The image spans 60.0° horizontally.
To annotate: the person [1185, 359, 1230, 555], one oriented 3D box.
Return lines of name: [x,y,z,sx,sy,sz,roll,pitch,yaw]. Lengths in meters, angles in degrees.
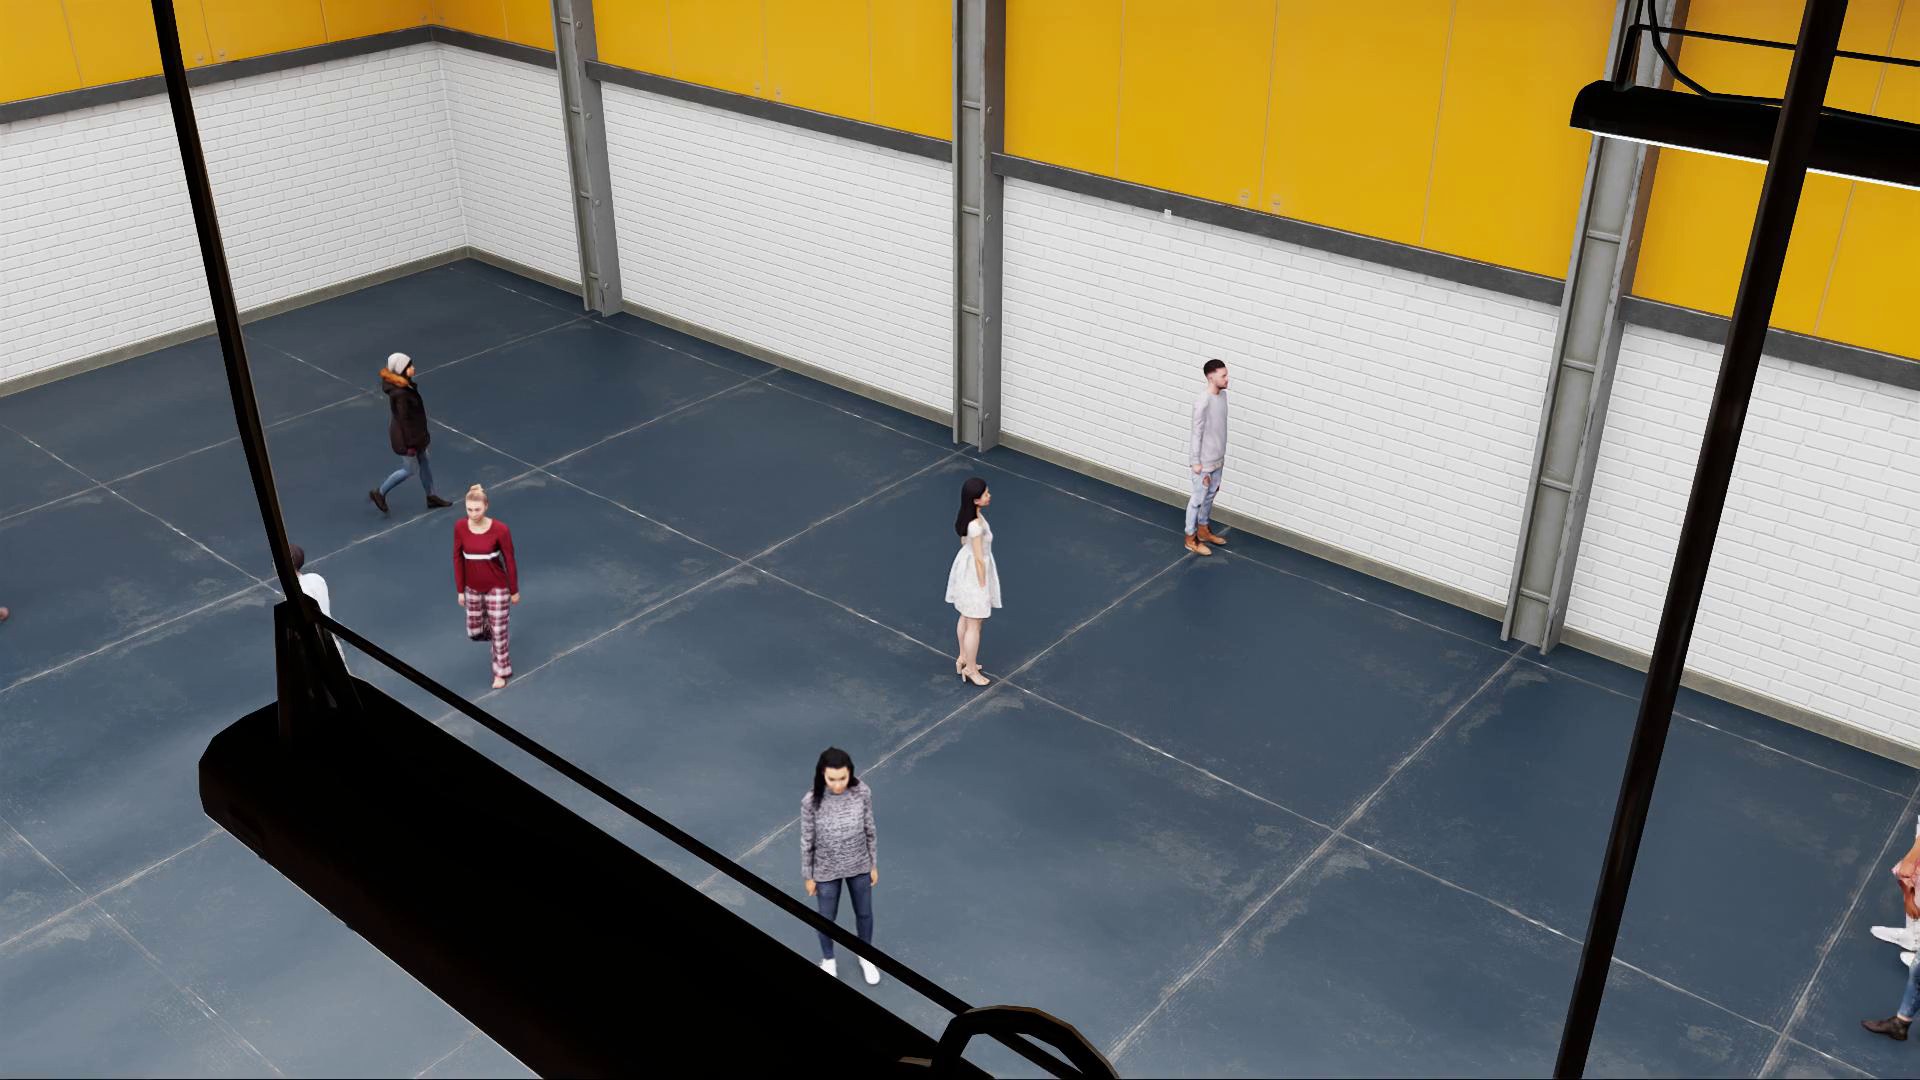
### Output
person: [2.215,-0.771,14.916,0.580,1.839,0.681,19,34,31]

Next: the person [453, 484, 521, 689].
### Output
person: [-3.696,0.334,13.043,0.828,1.691,0.885,0,29,0]

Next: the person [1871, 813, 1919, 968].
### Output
person: [6.039,1.925,10.081,0.660,1.736,0.736,-25,37,-38]

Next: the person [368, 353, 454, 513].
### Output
person: [-5.226,-0.975,15.522,1.039,1.615,1.012,-5,29,-9]

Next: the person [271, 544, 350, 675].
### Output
person: [-4.538,0.863,11.966,1.311,1.795,1.119,3,29,5]

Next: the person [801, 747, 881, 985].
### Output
person: [-0.718,1.950,10.039,0.703,1.732,0.725,-8,30,-14]

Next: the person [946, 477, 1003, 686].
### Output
person: [0.115,0.315,12.993,0.835,1.774,0.760,-6,29,-11]
